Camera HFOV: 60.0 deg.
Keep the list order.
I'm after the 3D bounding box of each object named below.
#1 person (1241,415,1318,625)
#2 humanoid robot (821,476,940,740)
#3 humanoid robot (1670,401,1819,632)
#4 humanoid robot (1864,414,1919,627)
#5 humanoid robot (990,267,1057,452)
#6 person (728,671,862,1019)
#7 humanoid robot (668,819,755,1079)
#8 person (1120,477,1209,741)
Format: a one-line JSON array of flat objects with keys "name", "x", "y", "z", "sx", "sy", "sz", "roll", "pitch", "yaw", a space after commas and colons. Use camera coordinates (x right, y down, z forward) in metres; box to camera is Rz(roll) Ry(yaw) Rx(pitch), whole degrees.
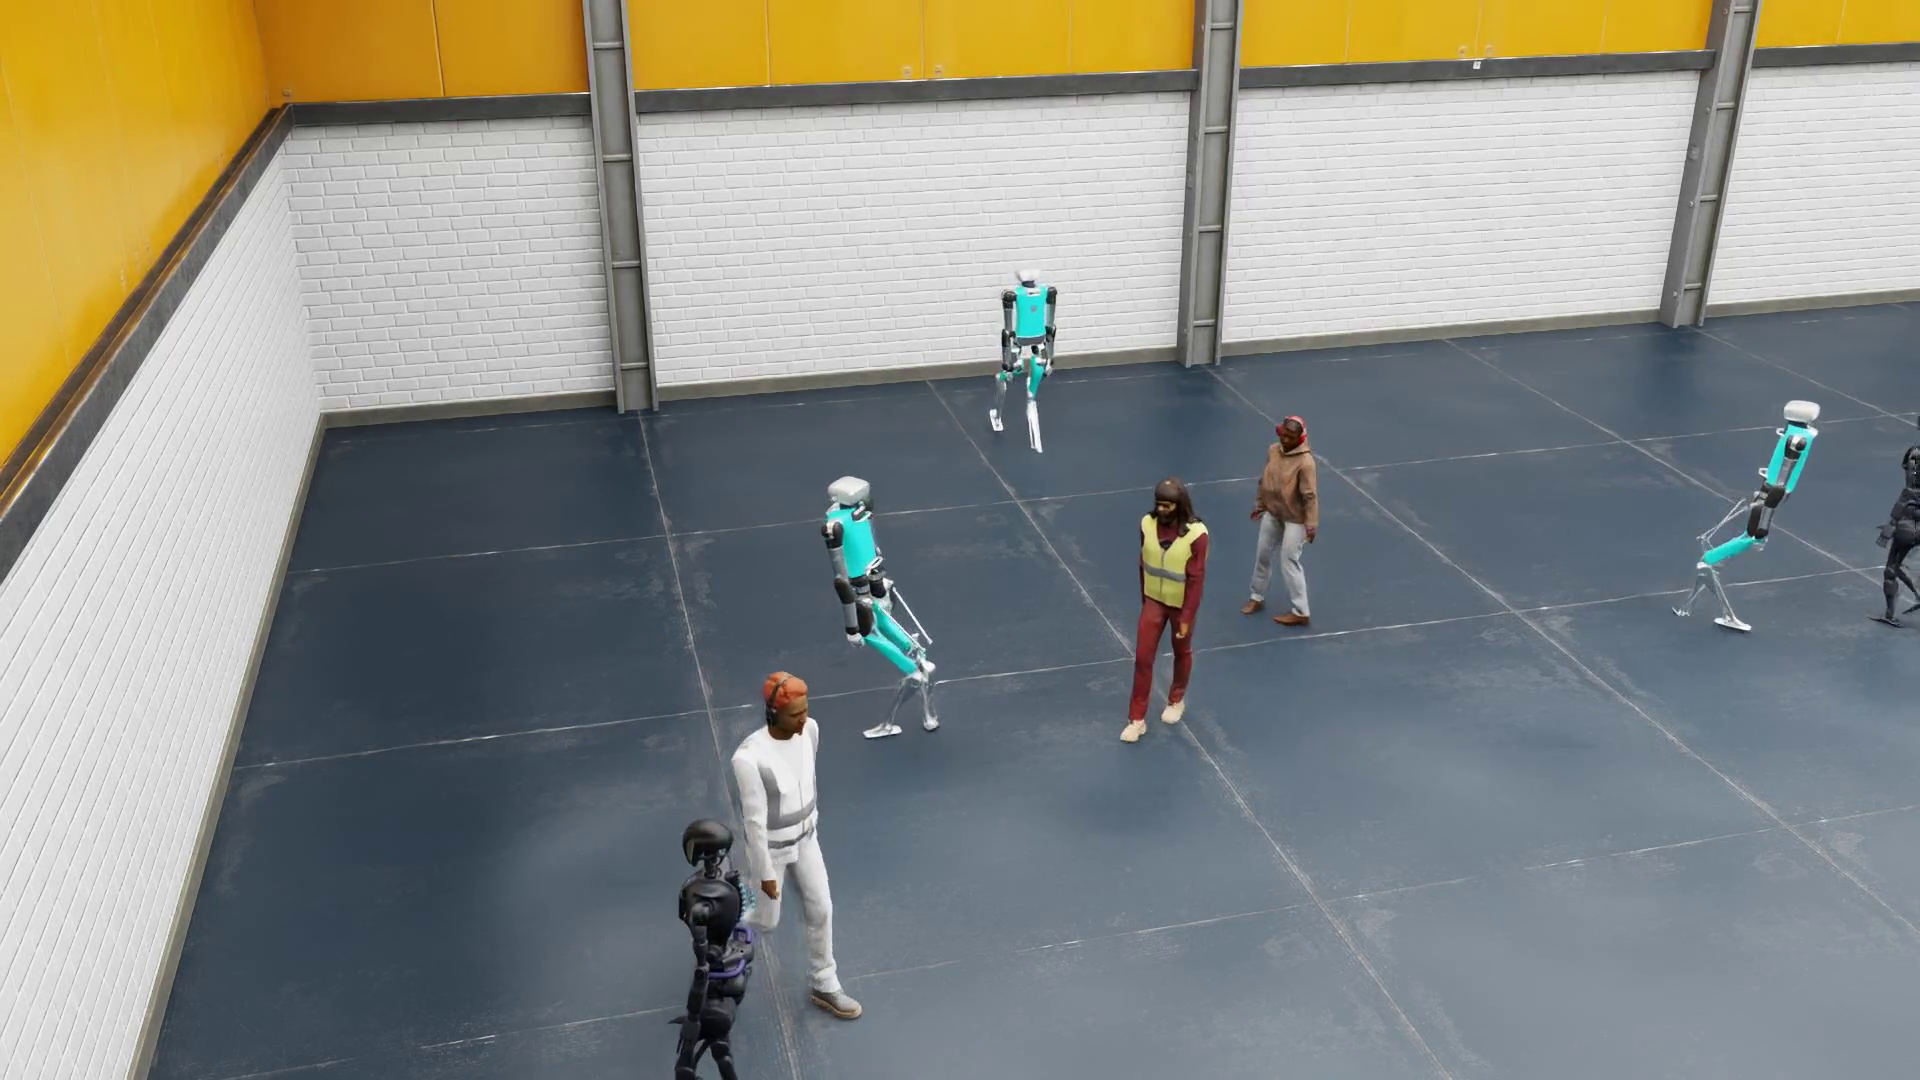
[{"name": "person", "x": 2.363, "y": -0.157, "z": 12.029, "sx": 0.357, "sy": 1.629, "sz": 0.540, "roll": -15, "pitch": 28, "yaw": -31}, {"name": "humanoid robot", "x": -0.389, "y": 0.481, "z": 10.441, "sx": 0.868, "sy": 1.771, "sz": 0.597, "roll": 10, "pitch": 26, "yaw": 21}, {"name": "humanoid robot", "x": 5.554, "y": -0.136, "z": 11.968, "sx": 0.839, "sy": 1.874, "sz": 0.569, "roll": 12, "pitch": 27, "yaw": 26}, {"name": "humanoid robot", "x": 6.881, "y": -0.160, "z": 11.982, "sx": 0.587, "sy": 1.650, "sz": 0.370, "roll": -20, "pitch": 31, "yaw": -38}, {"name": "humanoid robot", "x": 0.535, "y": -1.734, "z": 15.558, "sx": 0.532, "sy": 1.793, "sz": 1.041, "roll": -9, "pitch": 25, "yaw": -19}, {"name": "person", "x": -0.895, "y": 1.452, "z": 8.099, "sx": 0.828, "sy": 1.852, "sz": 0.555, "roll": 18, "pitch": 30, "yaw": 35}, {"name": "humanoid robot", "x": -1.080, "y": 1.915, "z": 7.263, "sx": 0.351, "sy": 1.641, "sz": 0.594, "roll": 1, "pitch": 24, "yaw": 3}, {"name": "person", "x": 1.290, "y": 0.455, "z": 10.509, "sx": 0.469, "sy": 1.739, "sz": 0.805, "roll": 12, "pitch": 26, "yaw": 24}]
